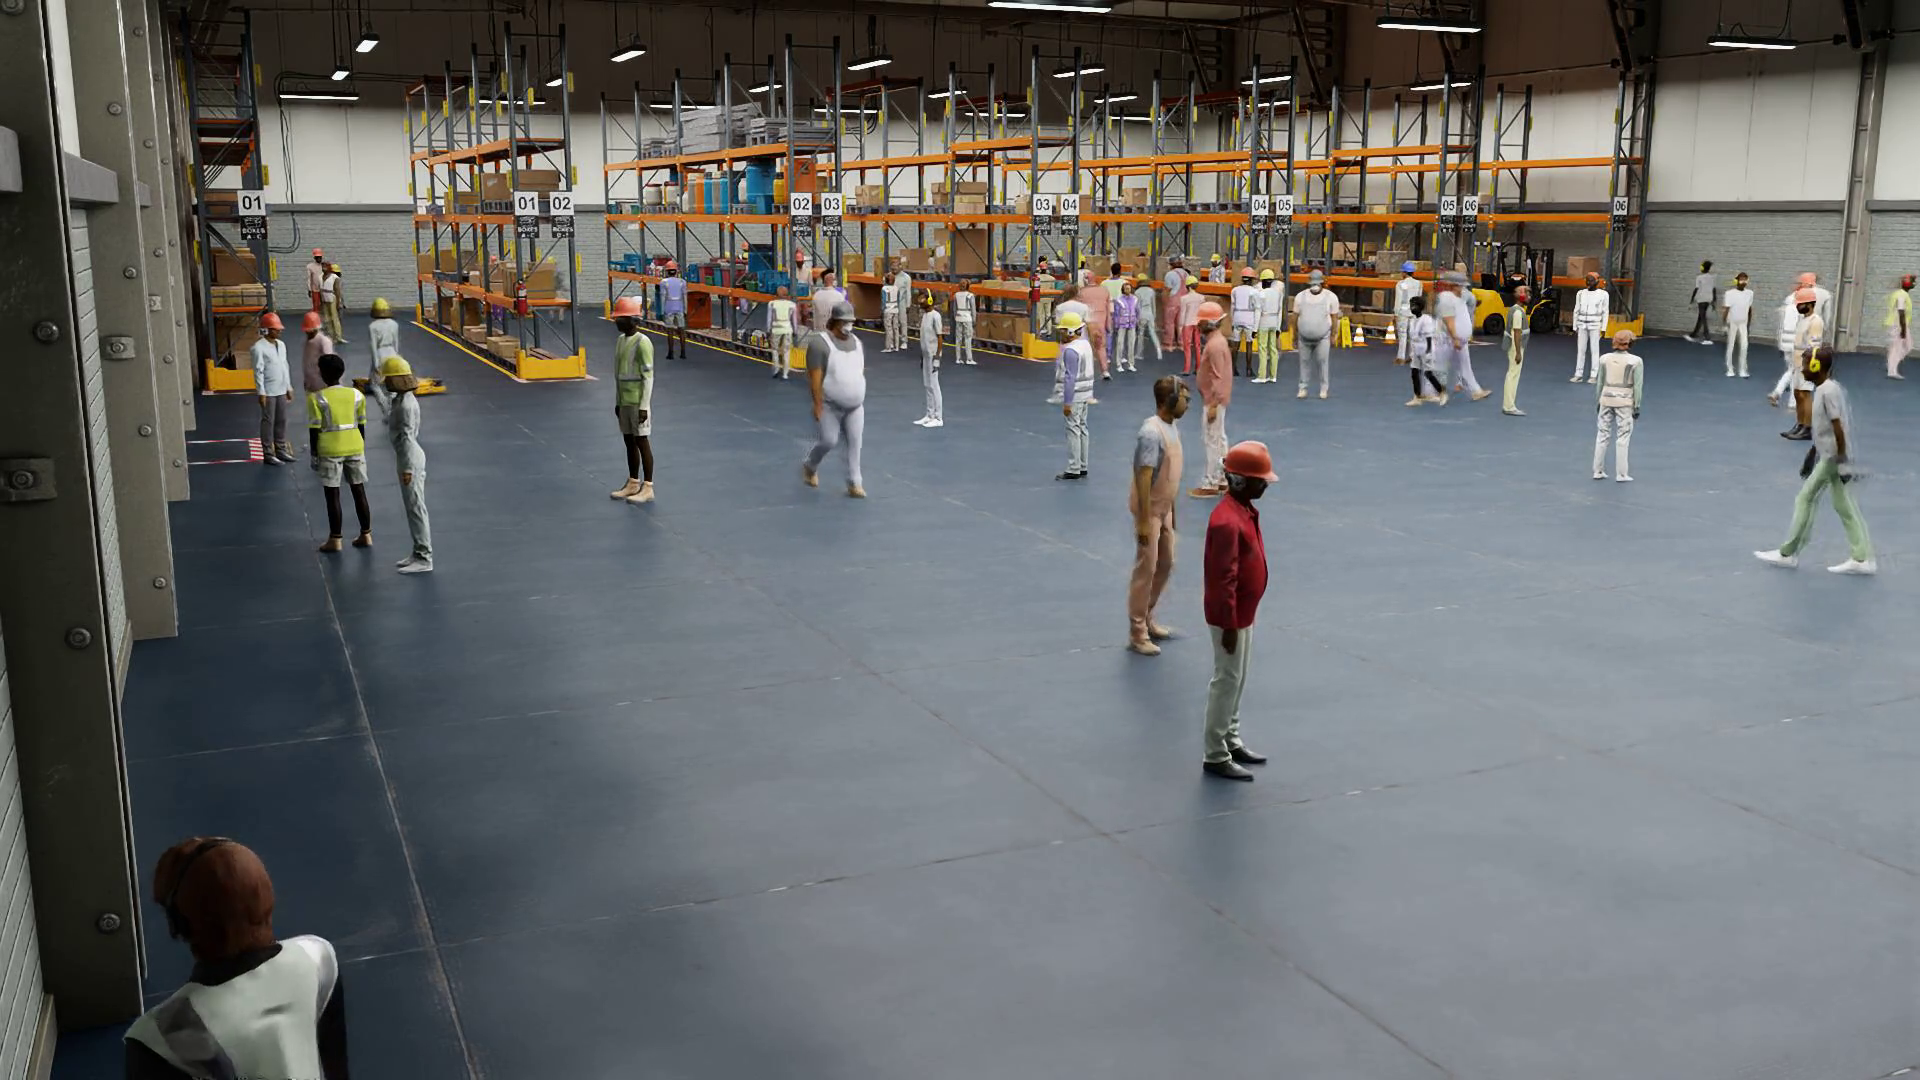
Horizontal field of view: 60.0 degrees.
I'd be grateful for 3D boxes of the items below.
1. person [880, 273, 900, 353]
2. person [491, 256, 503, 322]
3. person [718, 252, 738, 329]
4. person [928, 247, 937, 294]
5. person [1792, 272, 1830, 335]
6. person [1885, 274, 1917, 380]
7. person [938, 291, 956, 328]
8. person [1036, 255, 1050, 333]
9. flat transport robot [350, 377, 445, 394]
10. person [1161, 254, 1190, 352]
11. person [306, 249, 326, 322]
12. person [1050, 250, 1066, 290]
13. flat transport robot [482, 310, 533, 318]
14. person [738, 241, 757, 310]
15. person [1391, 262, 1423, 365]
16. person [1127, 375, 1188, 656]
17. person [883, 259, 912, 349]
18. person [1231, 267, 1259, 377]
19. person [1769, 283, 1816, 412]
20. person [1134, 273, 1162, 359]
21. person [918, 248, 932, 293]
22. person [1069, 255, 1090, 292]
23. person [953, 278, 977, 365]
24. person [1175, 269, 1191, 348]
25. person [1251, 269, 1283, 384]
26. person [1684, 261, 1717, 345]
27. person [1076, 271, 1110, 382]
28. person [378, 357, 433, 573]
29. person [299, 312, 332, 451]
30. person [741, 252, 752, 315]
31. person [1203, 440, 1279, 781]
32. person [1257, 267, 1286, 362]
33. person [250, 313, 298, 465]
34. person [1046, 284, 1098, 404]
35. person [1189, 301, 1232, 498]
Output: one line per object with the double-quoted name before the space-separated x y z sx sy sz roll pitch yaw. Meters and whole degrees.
"person" -1.441 -4.694 34.395 0.308 1.645 0.515 10 15 41
"person" -12.340 -6.665 44.160 0.561 1.743 0.336 7 13 34
"person" -5.669 -6.083 40.732 0.587 1.928 0.364 4 12 18
"person" -0.906 -7.862 49.980 0.556 1.844 0.465 10 15 42
"person" 14.400 -3.598 28.263 0.643 1.886 1.067 4 12 21
"person" 16.276 -3.679 28.750 0.457 1.829 0.604 7 13 32
"person" -0.348 -6.308 41.681 0.608 2.011 0.941 -5 12 -23
"person" 1.956 -5.910 40.030 0.519 1.865 0.319 9 14 38
"flat transport robot" -9.041 -2.495 26.721 1.431 0.197 0.652 6 13 27
"person" 4.473 -4.960 34.736 0.686 2.000 0.535 -9 14 -39
"person" -15.798 -6.184 41.078 0.617 1.994 0.381 -5 12 -25
"person" 3.001 -8.022 51.045 0.553 1.739 0.556 3 11 14
"flat transport robot" -12.384 -6.193 45.519 1.431 0.197 0.652 1 11 5
"person" -6.332 -7.875 49.593 0.612 2.029 0.409 1 11 7
"person" 8.484 -4.291 31.570 0.605 1.951 0.379 -6 12 -26
"person" 1.260 -0.167 10.917 0.382 1.834 0.661 6 12 26
"person" -1.348 -4.991 35.275 0.641 1.899 0.395 3 12 15
"person" 5.034 -3.841 29.361 0.543 1.926 0.399 7 13 33
"person" 12.097 -2.775 24.074 0.460 1.866 0.596 -3 12 -17
"person" 3.675 -4.380 32.629 0.503 1.707 0.745 -5 12 -25
"person" -0.962 -7.173 46.368 0.396 1.900 0.638 -8 14 -35
"person" 2.743 -5.472 37.658 0.585 1.917 0.381 -2 11 -10
"person" 0.091 -4.154 31.664 0.514 1.641 0.309 8 14 37
"person" 4.757 -4.934 35.510 0.321 1.686 0.539 -2 11 -11
"person" 5.187 -3.618 28.206 0.595 1.925 0.375 -6 13 -30
"person" 16.359 -5.239 36.714 0.553 1.817 0.958 -3 12 -16
"person" 2.252 -3.641 28.423 0.663 1.891 0.397 -6 13 -28
"person" -4.470 -0.605 13.391 0.323 1.737 0.486 -4 12 -21
"person" -7.777 -1.929 20.202 0.629 1.697 0.541 10 15 41
"person" -6.067 -7.265 47.174 0.326 1.761 0.523 -3 11 -14
"person" 1.430 0.353 8.503 0.355 1.742 0.575 4 12 19
"person" 6.072 -4.398 32.410 0.587 1.839 0.427 5 12 23
"person" -7.861 -1.729 19.074 0.354 1.745 0.573 2 11 11
"person" 1.728 -2.943 25.121 0.750 1.815 0.349 -1 11 -5
"person" 2.552 -1.420 16.877 0.405 1.989 0.631 2 11 11
